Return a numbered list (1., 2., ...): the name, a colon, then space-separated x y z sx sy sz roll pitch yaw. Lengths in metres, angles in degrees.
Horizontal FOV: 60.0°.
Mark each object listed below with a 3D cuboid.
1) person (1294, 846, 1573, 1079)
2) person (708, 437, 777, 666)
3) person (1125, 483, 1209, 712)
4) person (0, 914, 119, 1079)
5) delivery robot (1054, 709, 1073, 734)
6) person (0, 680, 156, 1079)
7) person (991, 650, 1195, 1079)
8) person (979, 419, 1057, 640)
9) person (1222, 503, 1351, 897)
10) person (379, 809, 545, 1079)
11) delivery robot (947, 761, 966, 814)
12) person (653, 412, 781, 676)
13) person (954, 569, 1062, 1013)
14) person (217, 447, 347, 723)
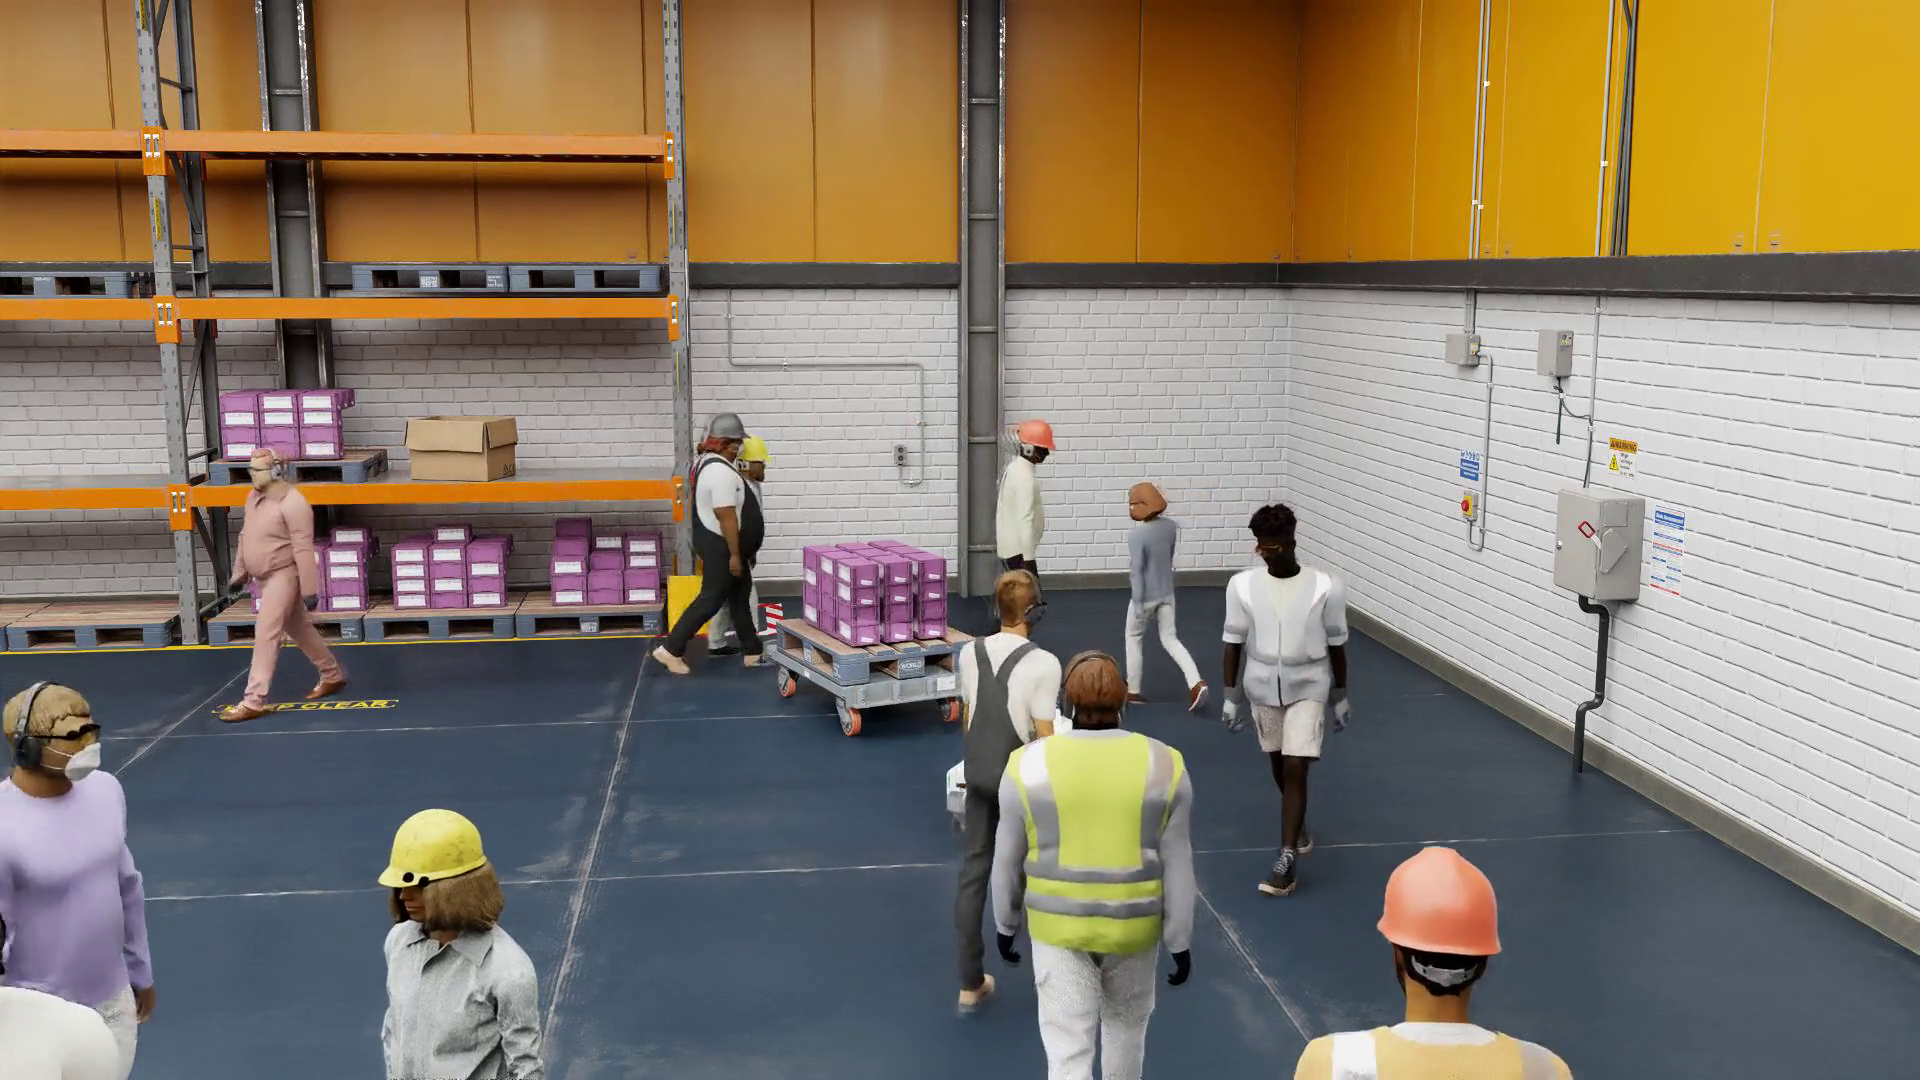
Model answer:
1. person: 0.912 1.547 3.438 0.548 1.893 0.920 -1 9 -3
2. person: -1.707 0.088 12.914 0.643 1.785 0.596 1 9 6
3. person: 1.380 0.395 11.517 0.497 1.598 0.781 -7 12 -38
4. person: -1.951 1.571 3.236 0.641 1.905 0.607 -6 11 -32
5. delivery robot: 0.484 1.163 9.695 0.477 0.478 0.707 2 9 12
6. person: -2.577 1.326 4.770 0.895 1.910 0.642 1 9 8
7. person: 0.429 1.249 5.518 0.650 1.813 0.845 0 9 0
8. person: 0.439 0.077 12.373 0.545 1.963 0.659 -1 9 -6
9. person: 1.649 0.747 8.412 0.628 1.906 1.025 4 10 22
10. person: -1.251 1.507 4.139 0.488 1.743 0.319 5 10 30
11. delivery robot: 0.201 1.271 9.019 0.477 0.478 0.707 4 10 23
12. person: -1.864 0.005 12.588 0.973 2.000 0.692 -2 9 -14
13. person: 0.242 1.012 7.037 0.547 1.795 0.942 6 11 32
14. person: -4.711 0.272 11.521 0.654 1.858 1.005 9 12 43
